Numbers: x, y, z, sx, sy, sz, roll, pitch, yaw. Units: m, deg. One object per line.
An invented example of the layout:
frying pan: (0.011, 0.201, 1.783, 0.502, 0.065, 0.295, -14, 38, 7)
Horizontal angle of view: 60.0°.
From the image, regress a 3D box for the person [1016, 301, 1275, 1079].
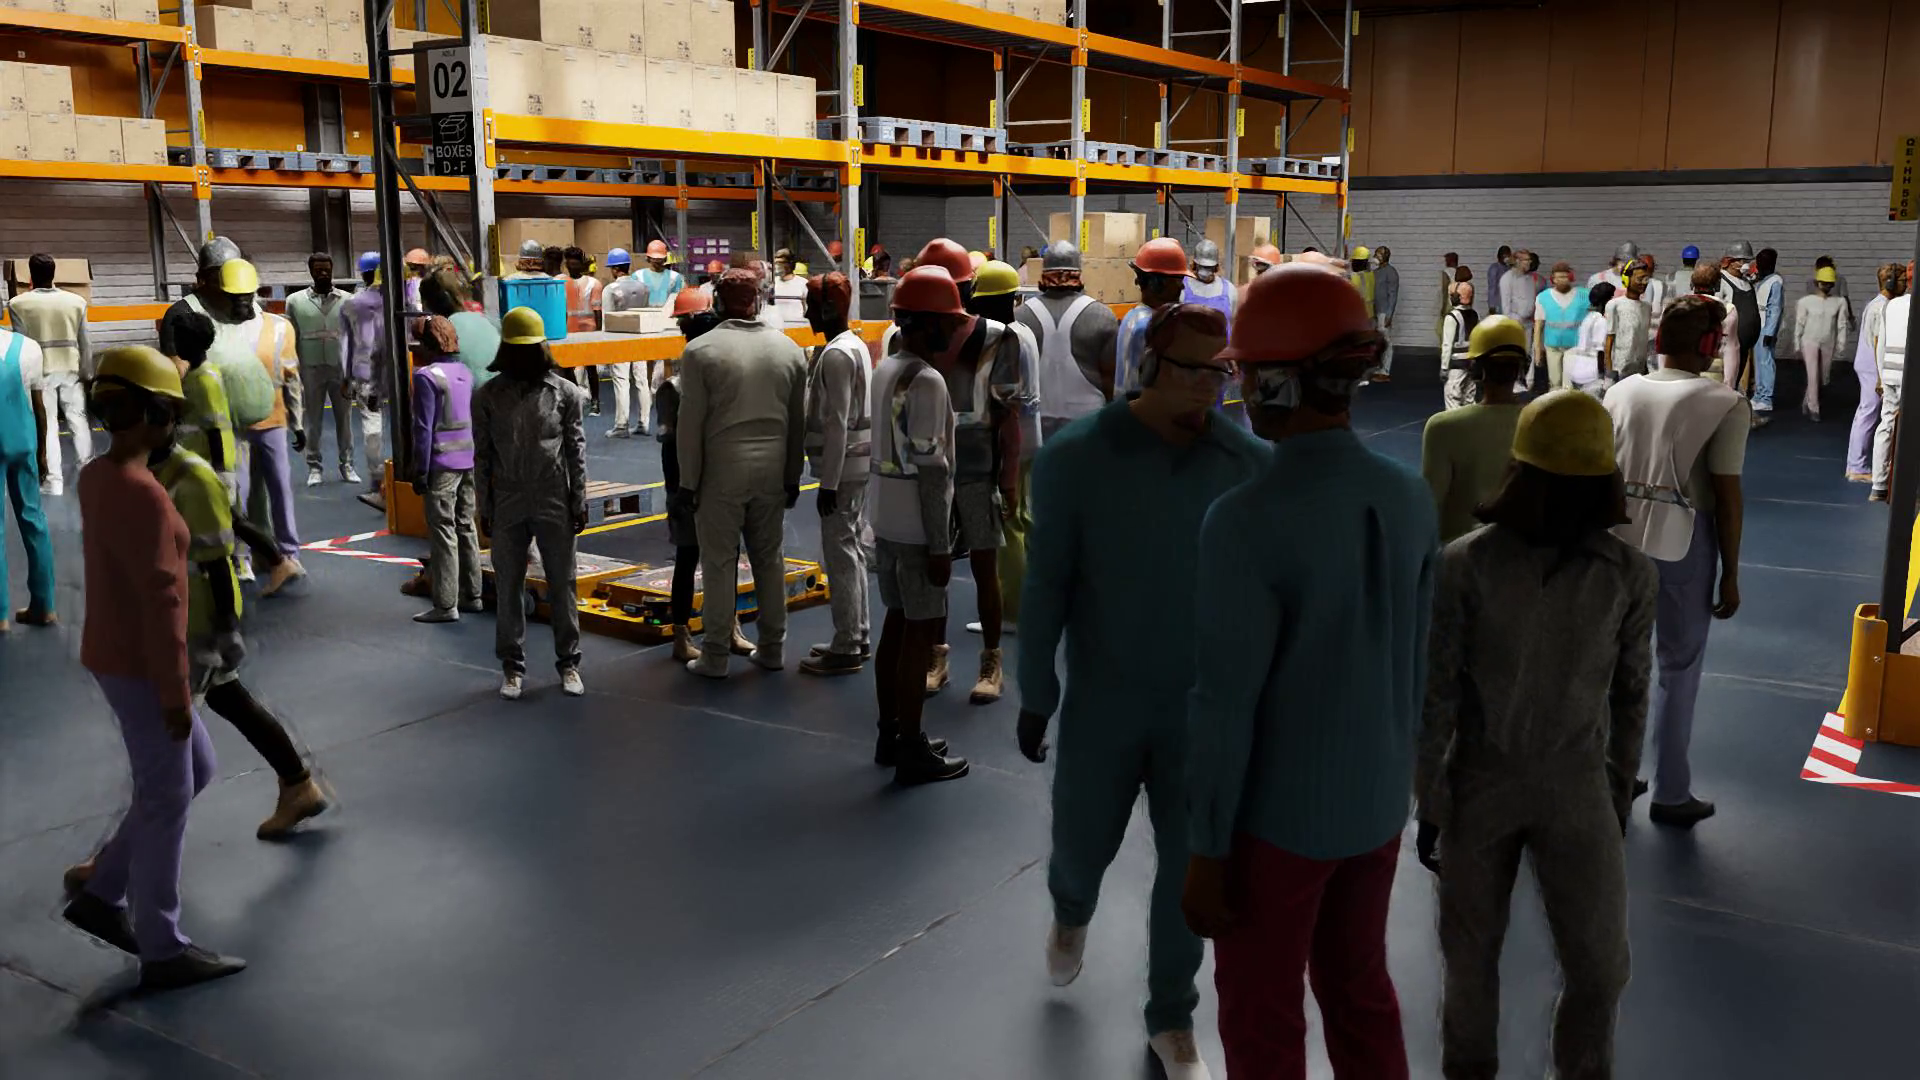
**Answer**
person: (0.466, 0.354, 4.101, 0.672, 1.884, 0.673, -2, 10, -9)

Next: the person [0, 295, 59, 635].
person: (-4.955, -0.431, 8.583, 0.343, 1.839, 0.502, 6, 12, 32)

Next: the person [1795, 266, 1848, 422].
person: (9.686, -2.220, 18.789, 0.520, 1.743, 0.745, 2, 10, 9)

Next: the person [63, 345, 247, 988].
person: (-2.195, 0.347, 4.524, 0.381, 1.741, 0.568, -8, 13, -38)

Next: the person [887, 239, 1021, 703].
person: (-0.041, -0.292, 7.299, 0.612, 2.029, 0.409, 3, 11, 16)

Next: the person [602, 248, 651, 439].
person: (-3.425, -2.005, 17.032, 0.416, 1.939, 0.605, 8, 13, 37)

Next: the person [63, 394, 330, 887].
person: (-2.483, 0.244, 5.384, 0.852, 1.645, 0.541, -10, 14, -44)

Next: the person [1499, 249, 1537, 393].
person: (7.456, -2.913, 22.169, 0.649, 1.913, 0.405, -7, 12, -32)

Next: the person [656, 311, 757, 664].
person: (-1.210, -0.247, 7.999, 0.537, 1.676, 0.323, -9, 13, -40)

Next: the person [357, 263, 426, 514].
person: (-4.188, -1.141, 12.420, 0.591, 1.864, 1.017, 7, 12, 32)

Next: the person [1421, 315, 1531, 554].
person: (1.890, 0.081, 5.966, 0.525, 1.760, 0.340, 0, 10, 3)

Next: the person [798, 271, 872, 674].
person: (-0.574, -0.313, 7.827, 0.370, 1.879, 0.584, 0, 10, 2)

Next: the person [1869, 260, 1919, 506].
person: (7.256, -1.204, 12.728, 0.355, 1.887, 0.574, -2, 10, -9)

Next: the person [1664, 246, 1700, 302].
person: (9.595, -2.908, 22.000, 0.608, 1.946, 0.406, 5, 11, 26)

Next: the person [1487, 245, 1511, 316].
person: (8.793, -3.828, 27.135, 0.351, 1.934, 0.635, 9, 14, 41)

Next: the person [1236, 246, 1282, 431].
person: (2.755, -1.707, 15.311, 0.584, 1.966, 0.635, -8, 13, -37)

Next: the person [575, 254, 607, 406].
person: (-4.546, -2.548, 20.266, 0.570, 1.845, 0.468, 7, 12, 33)

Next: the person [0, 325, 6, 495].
person: (-7.768, -1.188, 13.058, 0.355, 1.737, 0.576, 3, 11, 17)

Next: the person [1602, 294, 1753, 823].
person: (2.456, 0.068, 5.820, 0.388, 1.838, 0.562, -6, 12, -28)

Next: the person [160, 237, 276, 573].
person: (-4.305, -0.768, 9.886, 0.537, 2.000, 0.682, 7, 12, 34)

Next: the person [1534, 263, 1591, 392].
person: (6.318, -2.003, 17.451, 0.579, 1.769, 0.951, 3, 11, 17)

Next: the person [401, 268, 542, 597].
person: (-2.693, -0.561, 9.230, 1.005, 1.877, 0.647, 4, 11, 20)

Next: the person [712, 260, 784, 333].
person: (-1.435, -1.000, 11.599, 0.665, 1.885, 0.432, 8, 13, 37)

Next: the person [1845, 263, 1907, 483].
person: (7.678, -1.391, 13.918, 0.352, 1.837, 0.502, 4, 11, 22)

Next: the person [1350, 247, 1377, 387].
person: (5.512, -3.071, 22.956, 0.359, 1.930, 0.588, 8, 13, 38)

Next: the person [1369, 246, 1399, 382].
person: (6.040, -3.243, 23.883, 0.372, 1.940, 0.630, -3, 11, -17)

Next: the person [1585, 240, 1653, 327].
person: (6.976, -2.180, 17.710, 0.699, 2.000, 0.543, 4, 11, 21)

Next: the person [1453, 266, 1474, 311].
person: (7.678, -3.376, 25.471, 0.506, 1.631, 0.270, -10, 14, -43)

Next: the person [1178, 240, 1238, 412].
person: (2.156, -1.644, 14.739, 0.674, 2.000, 0.535, -1, 10, -7)

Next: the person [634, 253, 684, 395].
person: (-3.737, -2.824, 21.803, 1.038, 1.871, 0.608, -2, 10, -10)

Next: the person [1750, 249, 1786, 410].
person: (9.610, -2.499, 19.833, 0.391, 1.914, 0.587, 2, 10, 10)

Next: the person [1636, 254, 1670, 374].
person: (7.796, -2.320, 18.962, 0.569, 1.868, 0.466, -2, 10, -10)

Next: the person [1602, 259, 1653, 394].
person: (5.411, -1.329, 13.469, 0.509, 1.872, 0.328, -6, 12, -29)

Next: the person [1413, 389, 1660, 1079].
person: (1.188, 0.552, 3.454, 0.491, 1.726, 0.561, 1, 10, 7)
